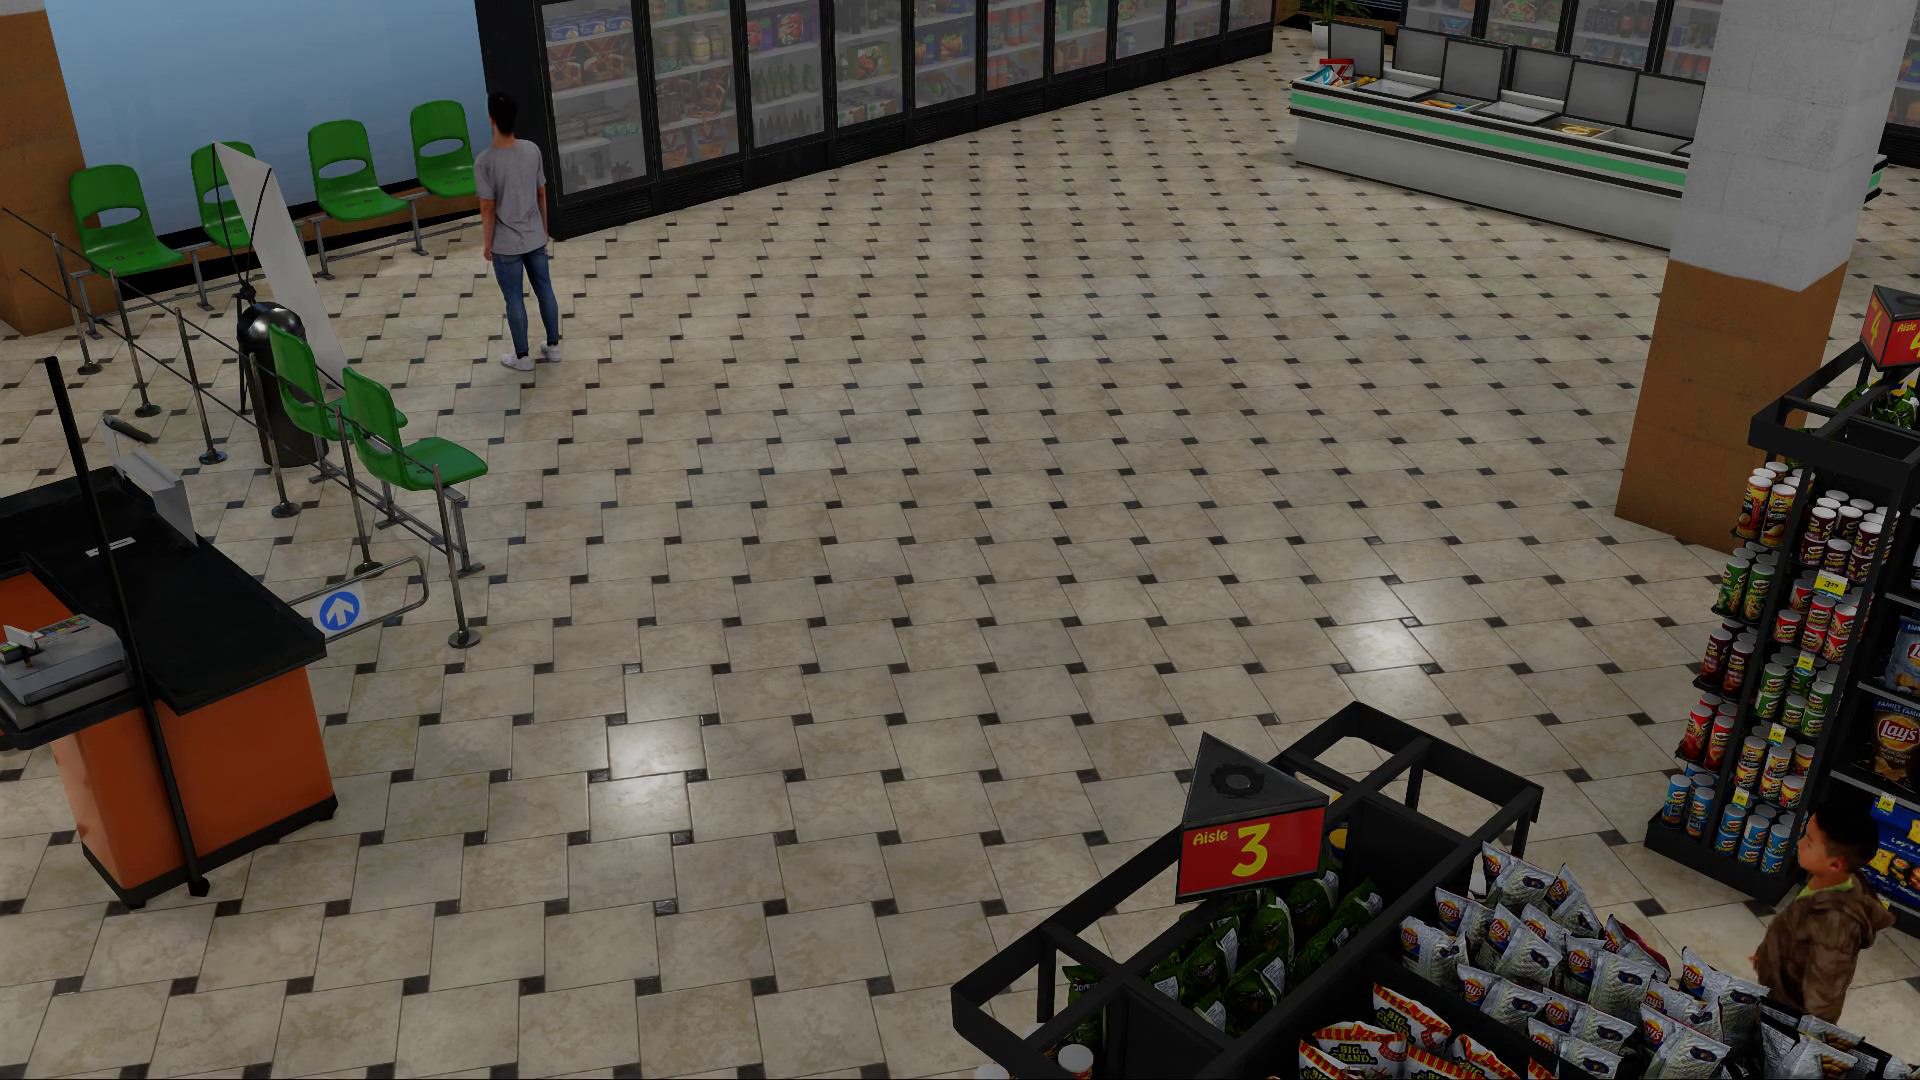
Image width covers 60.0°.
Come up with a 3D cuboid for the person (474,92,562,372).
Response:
[{"bbox_3d":[-3.002,-2.085,11.289,0.543,1.890,0.656,25,38,38],"label":"person"}]

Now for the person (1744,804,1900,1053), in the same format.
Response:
[{"bbox_3d":[2.723,1.475,5.248,0.992,1.430,0.791,13,31,22],"label":"person"}]
